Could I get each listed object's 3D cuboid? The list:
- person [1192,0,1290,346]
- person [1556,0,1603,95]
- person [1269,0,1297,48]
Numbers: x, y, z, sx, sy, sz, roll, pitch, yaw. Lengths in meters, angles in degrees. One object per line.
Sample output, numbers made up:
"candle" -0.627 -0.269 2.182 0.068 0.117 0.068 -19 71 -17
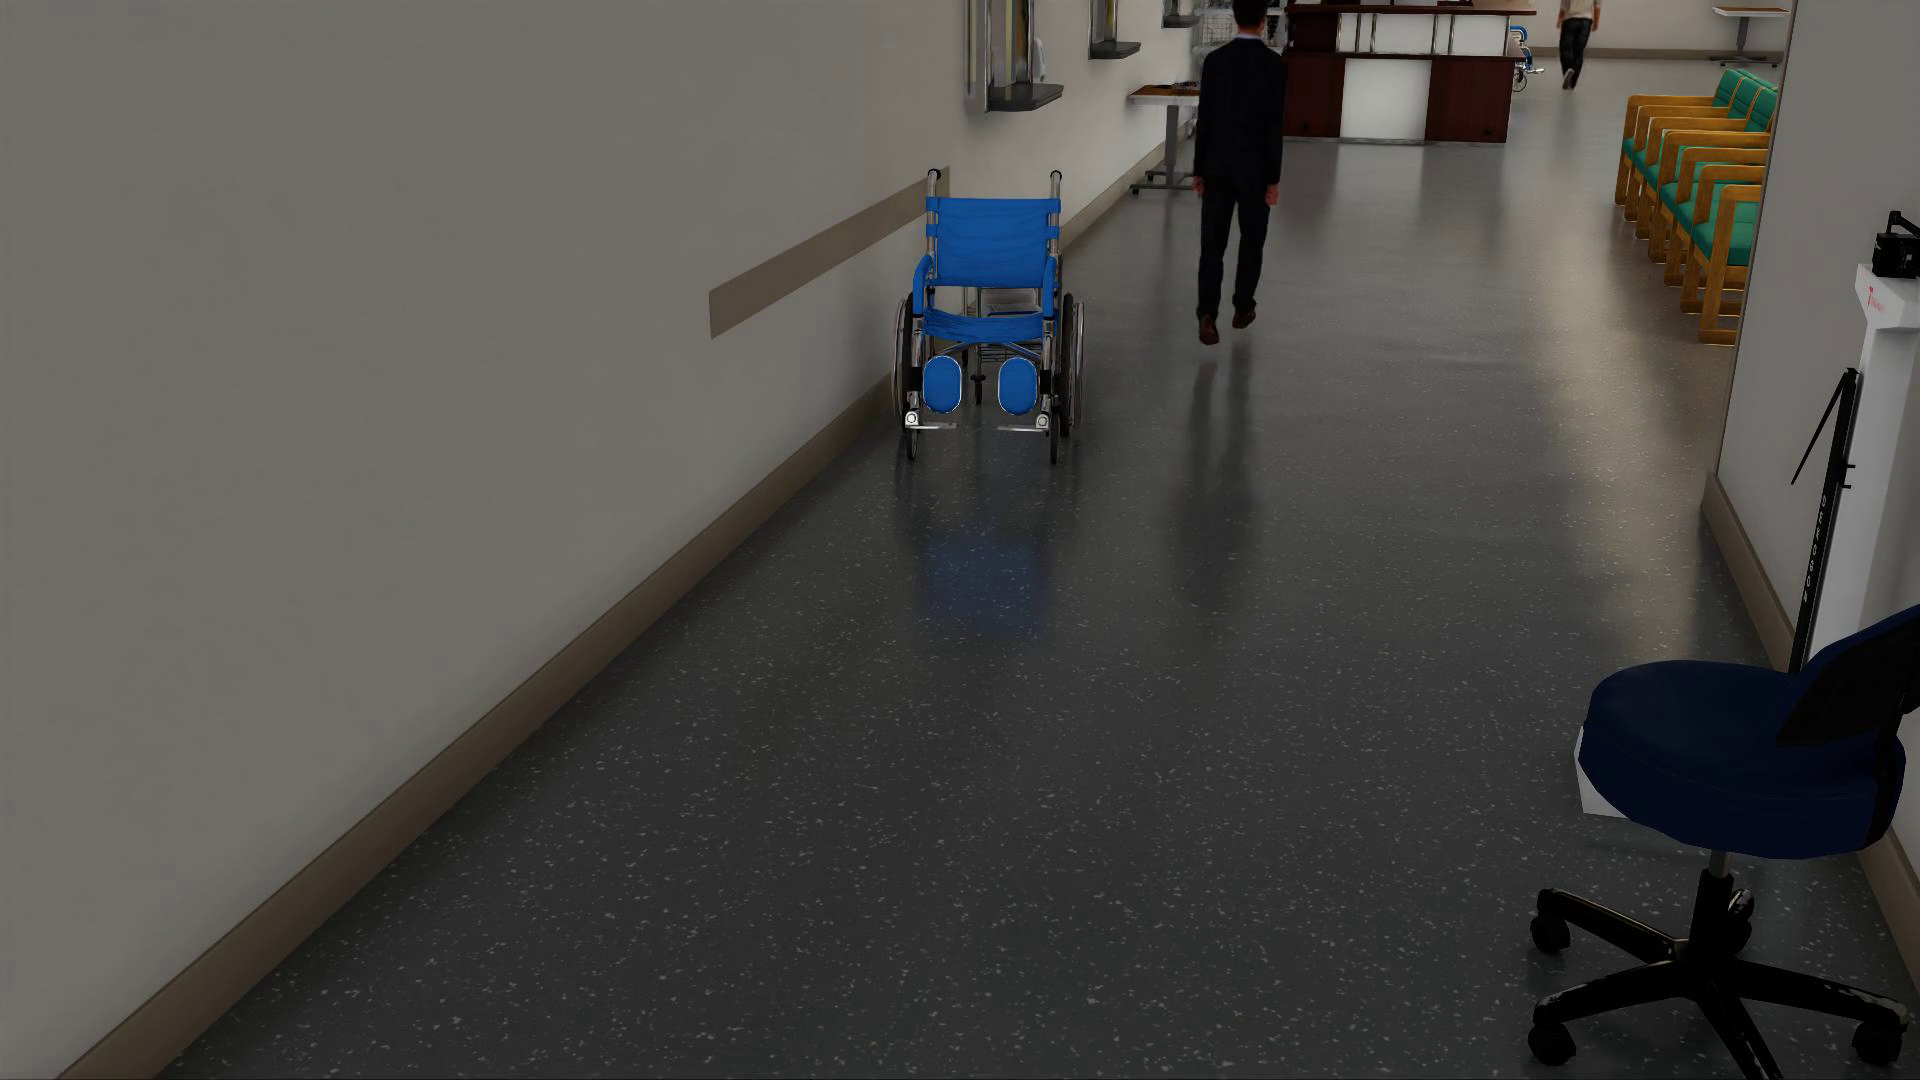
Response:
"person" 1.441 -1.919 8.781 1.143 1.828 0.751 7 22 17
"person" 7.853 -6.577 21.129 0.838 1.793 0.729 4 21 11
"person" 5.341 -8.976 27.605 0.858 1.691 0.920 -8 22 -19
